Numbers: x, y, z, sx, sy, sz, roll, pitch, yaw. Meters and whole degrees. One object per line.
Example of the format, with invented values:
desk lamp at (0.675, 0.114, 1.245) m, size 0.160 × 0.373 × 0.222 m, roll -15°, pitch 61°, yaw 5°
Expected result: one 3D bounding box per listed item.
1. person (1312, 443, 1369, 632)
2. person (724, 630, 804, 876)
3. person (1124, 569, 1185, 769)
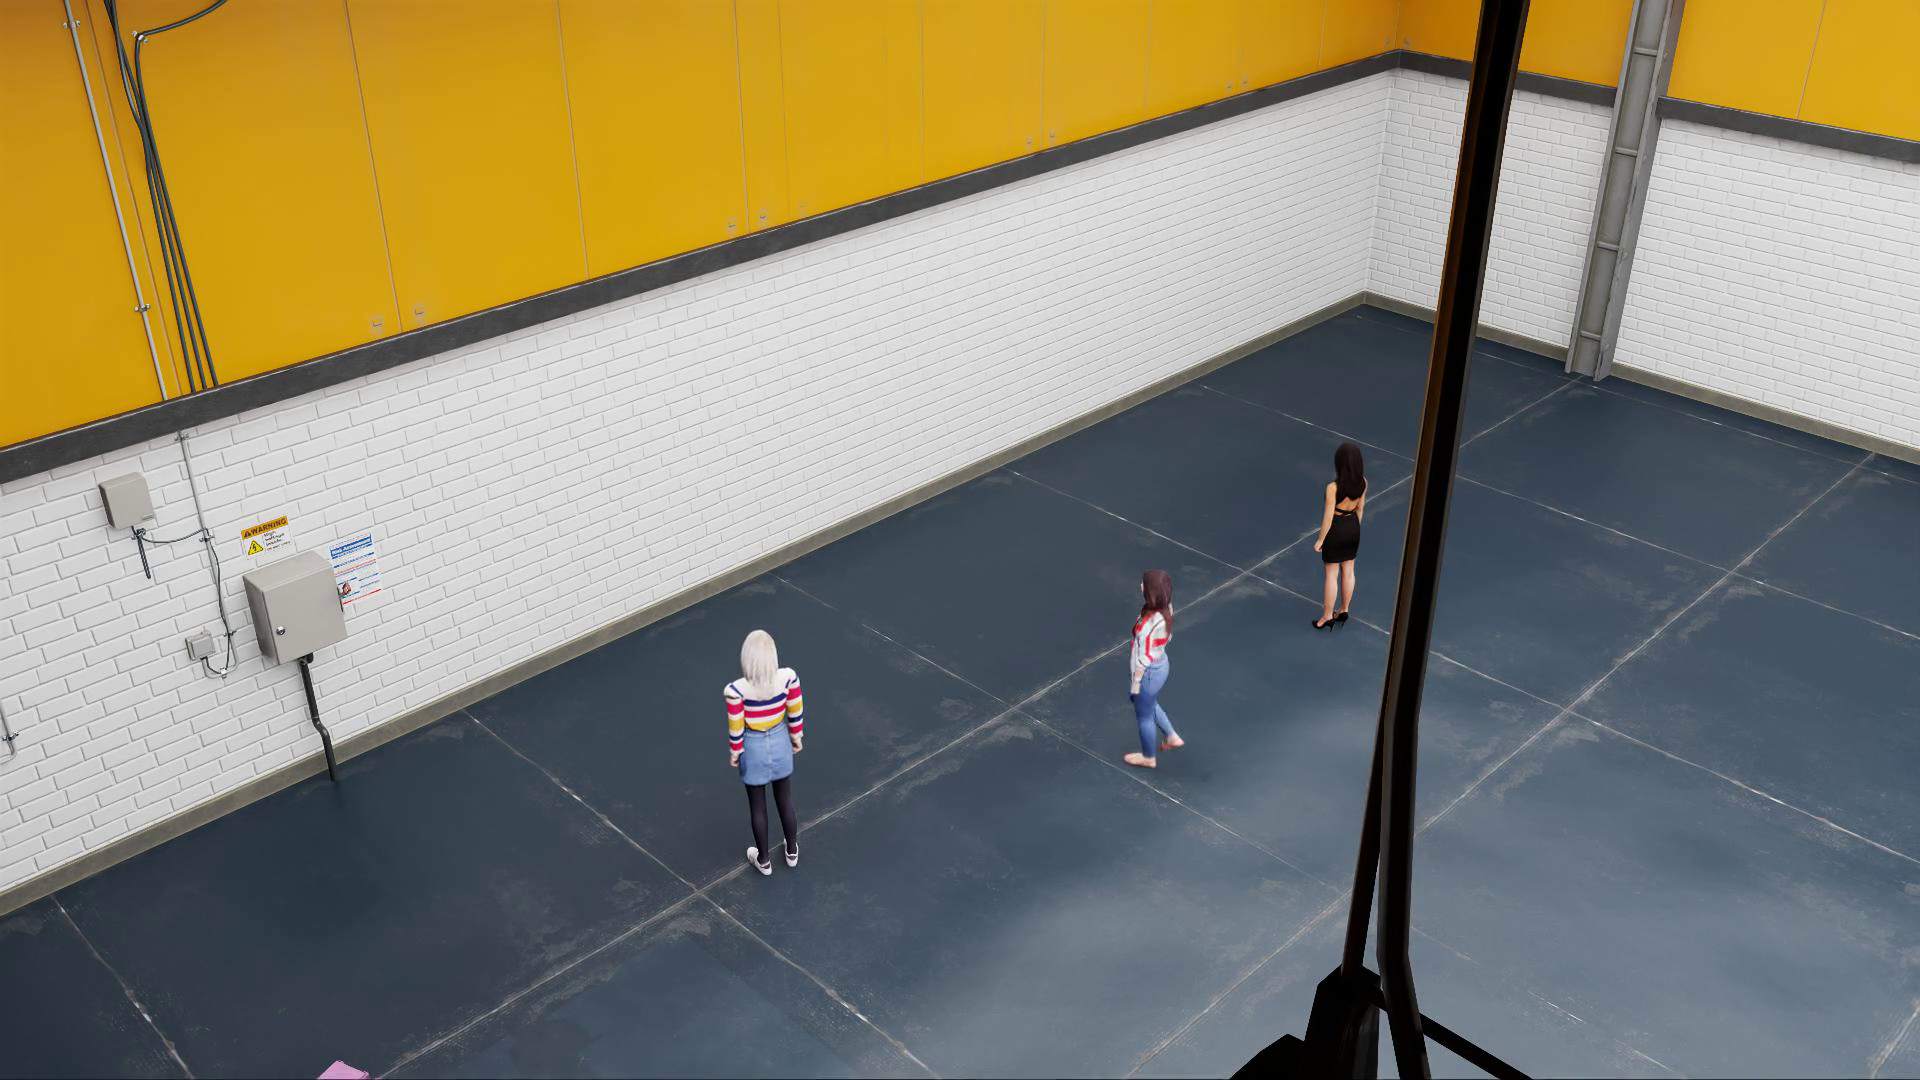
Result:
person at (3.065, -0.013, 13.360) m, size 0.623 × 1.643 × 0.593 m, roll -13°, pitch 31°, yaw -22°
person at (-1.248, 1.353, 10.682) m, size 0.714 × 1.809 × 0.645 m, roll -12°, pitch 31°, yaw -21°
person at (1.413, 0.938, 11.657) m, size 0.780 × 1.605 × 0.723 m, roll 10°, pitch 30°, yaw 18°
